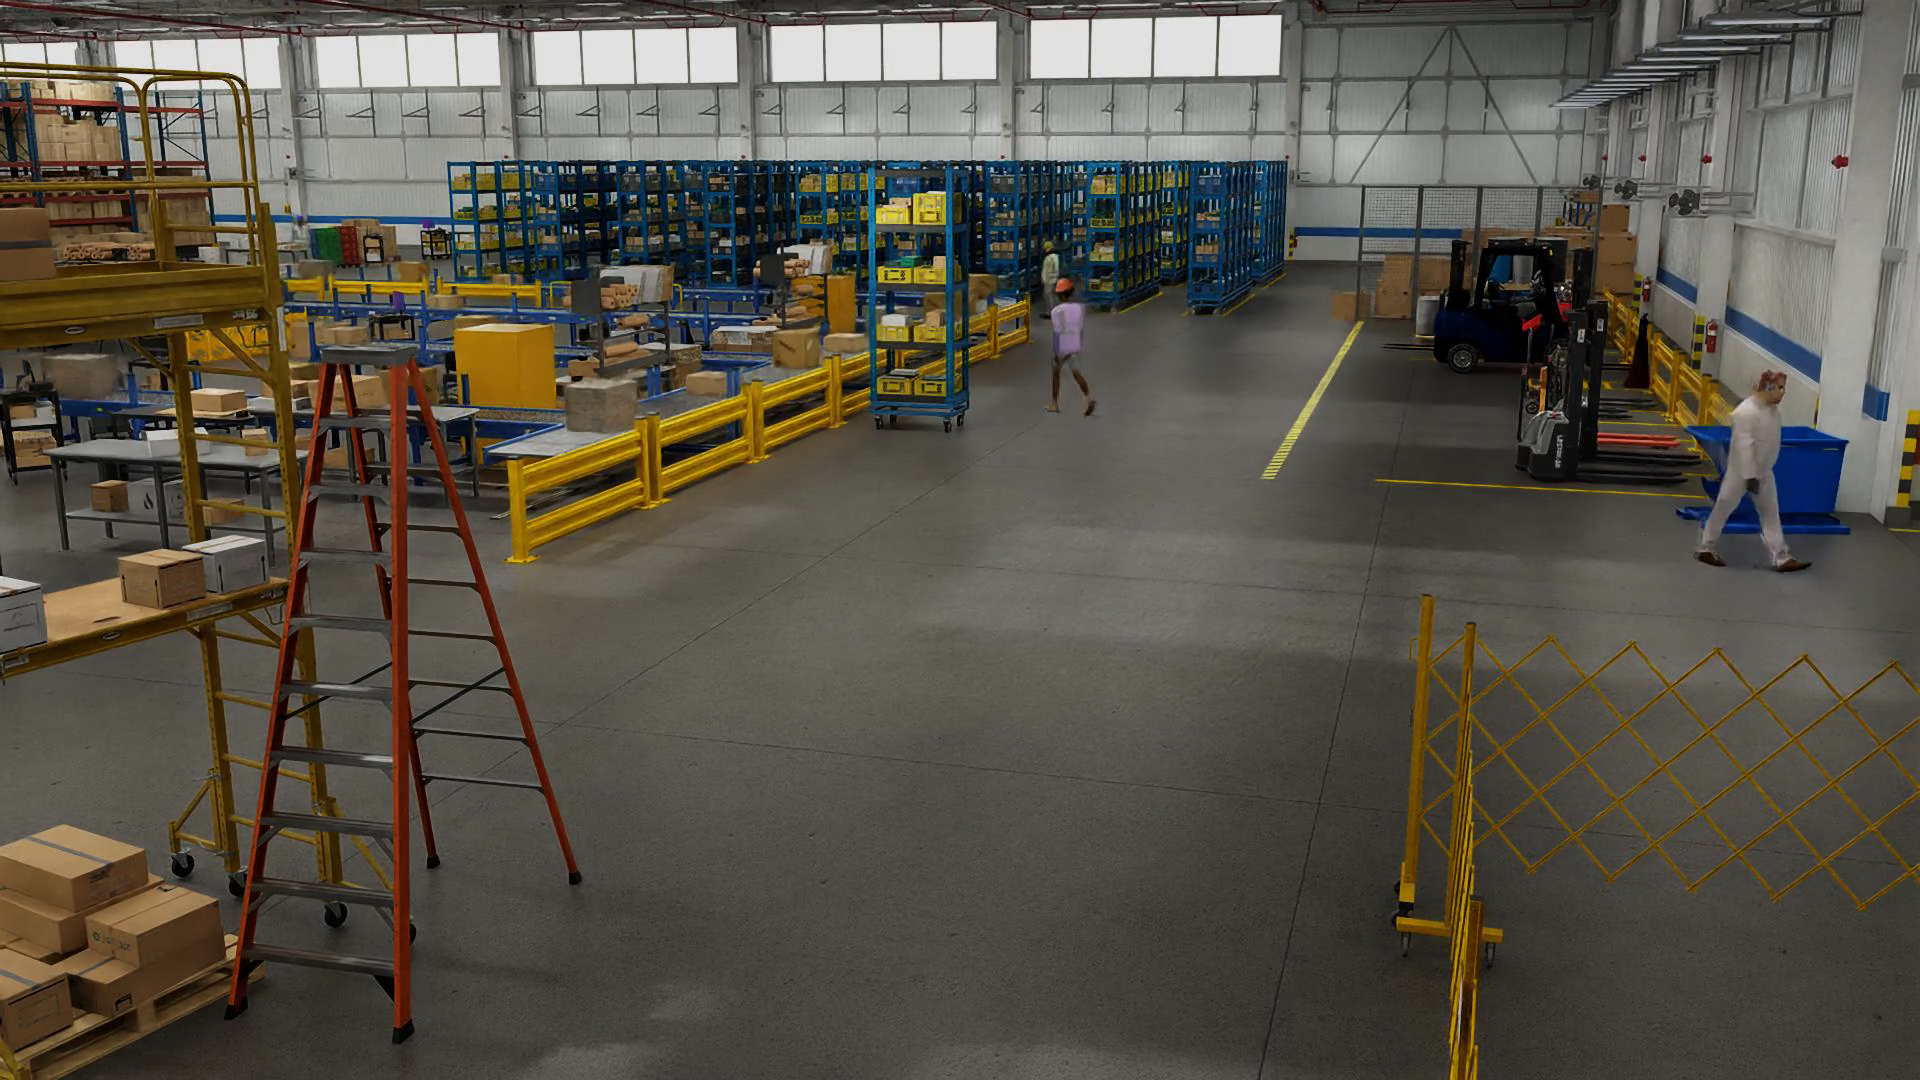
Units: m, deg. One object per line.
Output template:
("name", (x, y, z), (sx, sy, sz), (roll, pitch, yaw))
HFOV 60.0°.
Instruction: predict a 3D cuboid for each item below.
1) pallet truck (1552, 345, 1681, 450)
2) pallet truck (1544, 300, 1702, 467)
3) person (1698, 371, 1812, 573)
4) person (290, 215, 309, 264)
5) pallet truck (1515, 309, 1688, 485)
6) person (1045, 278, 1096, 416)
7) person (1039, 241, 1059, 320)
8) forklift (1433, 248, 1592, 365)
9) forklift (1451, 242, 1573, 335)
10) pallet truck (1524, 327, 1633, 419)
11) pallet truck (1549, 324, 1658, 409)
("pallet truck", (8.641, -1.896, 21.908), (1.630, 1.274, 0.653), (4, 14, 16))
("pallet truck", (8.263, -1.952, 20.631), (1.885, 1.965, 0.823), (5, 14, 20))
("person", (7.287, -0.612, 15.167), (0.665, 1.839, 1.032), (-8, 15, -30))
("person", (-21.104, -9.437, 53.168), (0.612, 1.919, 0.948), (-11, 17, -40))
("pallet truck", (7.554, -1.677, 19.446), (1.885, 1.965, 0.823), (3, 13, 14))
("person", (1.626, -2.826, 24.401), (0.617, 2.013, 0.943), (-8, 15, -31))
("person", (1.996, -6.026, 38.643), (0.641, 1.806, 0.613), (6, 14, 24))
("forklift", (9.780, -4.111, 29.280), (2.680, 1.987, 1.157), (3, 13, 14))
("forklift", (10.464, -4.597, 31.405), (2.680, 1.987, 1.157), (4, 14, 16))
("pallet truck", (9.065, -2.460, 24.370), (1.522, 1.261, 0.704), (3, 13, 14))
("pallet truck", (9.824, -2.669, 25.407), (1.601, 1.201, 0.680), (4, 14, 16))
